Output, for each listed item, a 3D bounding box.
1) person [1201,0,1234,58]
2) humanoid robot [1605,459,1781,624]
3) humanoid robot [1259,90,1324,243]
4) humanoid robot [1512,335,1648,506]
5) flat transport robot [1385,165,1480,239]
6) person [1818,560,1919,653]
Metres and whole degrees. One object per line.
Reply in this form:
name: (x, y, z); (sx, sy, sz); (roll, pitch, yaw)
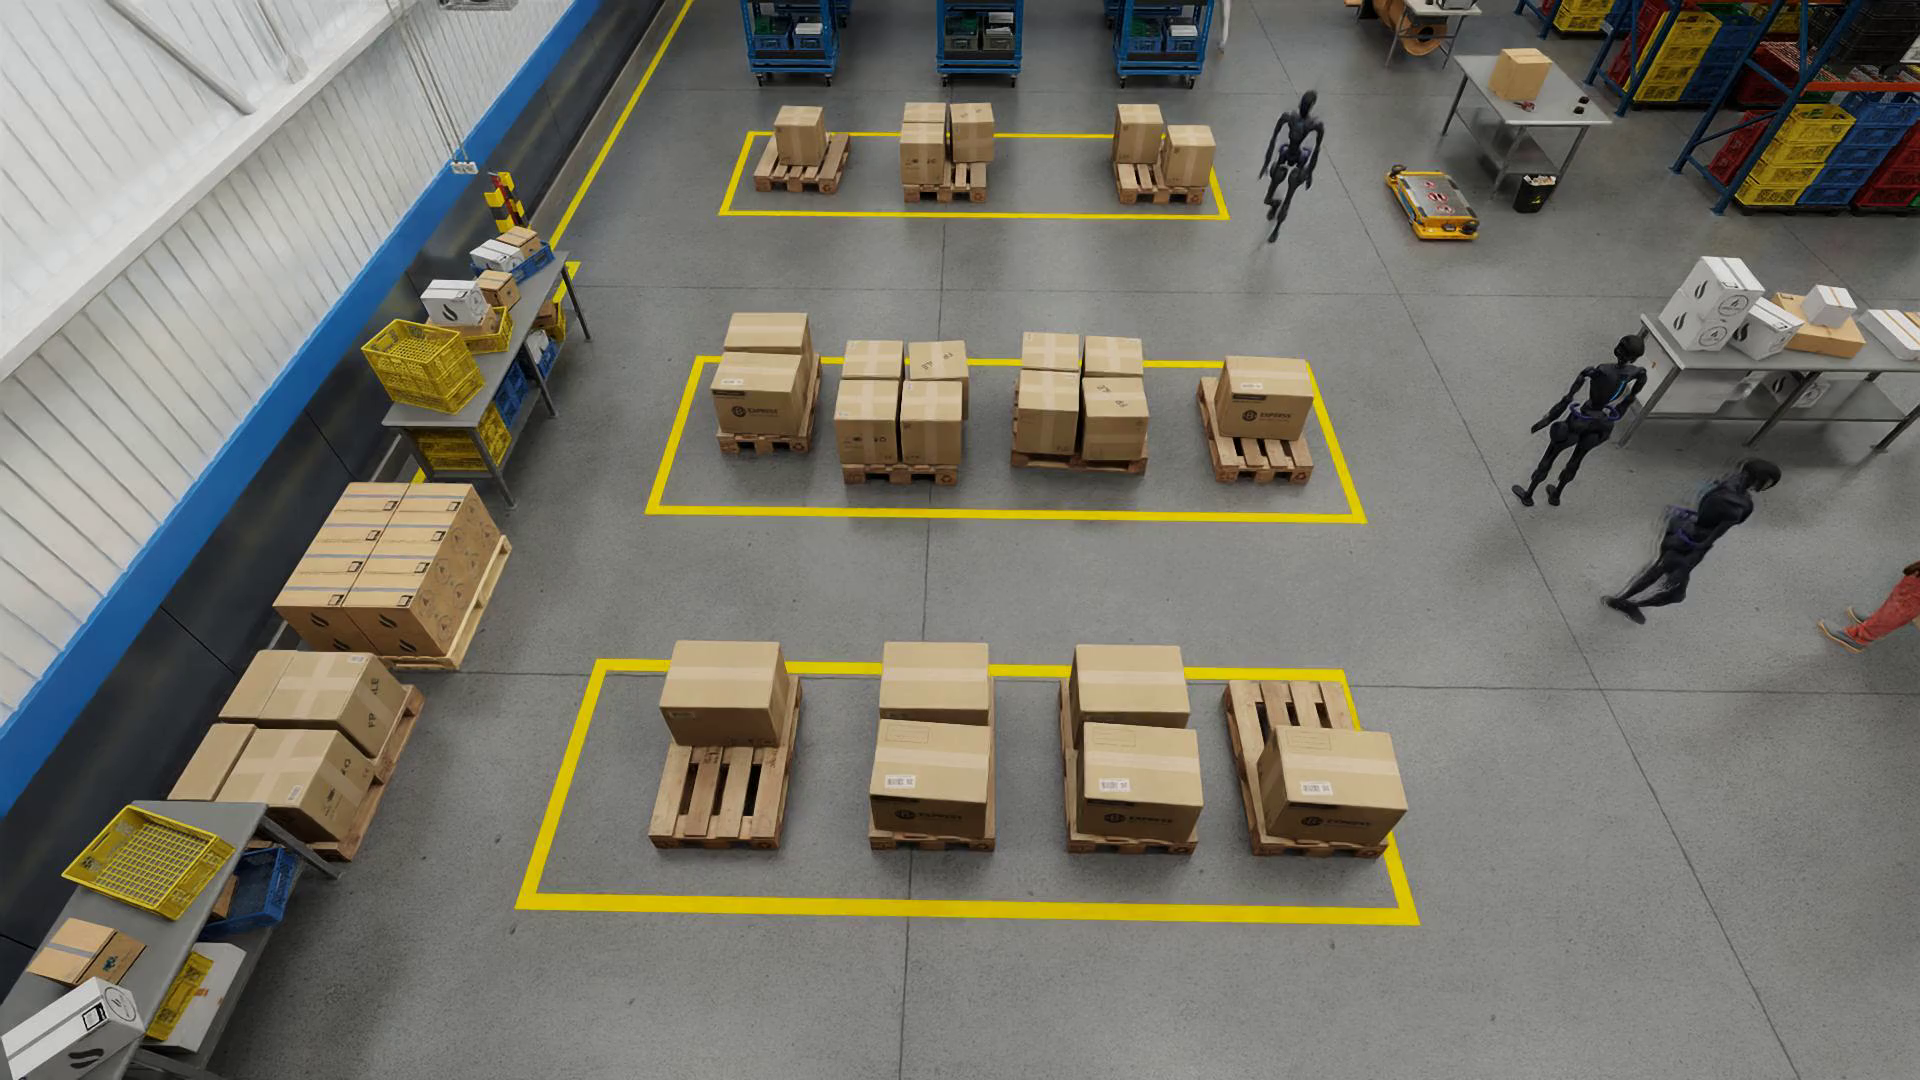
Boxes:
person: (3.841, -8.200, 13.570); (0.583, 1.871, 0.359); (16, 51, 14)
humanoid robot: (5.234, 0.059, 6.552); (0.408, 1.650, 0.596); (22, 53, 18)
humanoid robot: (3.703, -4.201, 10.246); (0.578, 1.647, 0.508); (24, 53, 20)
humanoid robot: (5.027, -0.952, 7.416); (0.599, 1.657, 0.331); (2, 49, 2)
flat transport robot: (5.692, -4.094, 11.059); (0.652, 0.197, 1.431); (1, 49, 1)
person: (6.863, 0.078, 6.324); (0.611, 1.995, 0.388); (-15, 51, -12)
